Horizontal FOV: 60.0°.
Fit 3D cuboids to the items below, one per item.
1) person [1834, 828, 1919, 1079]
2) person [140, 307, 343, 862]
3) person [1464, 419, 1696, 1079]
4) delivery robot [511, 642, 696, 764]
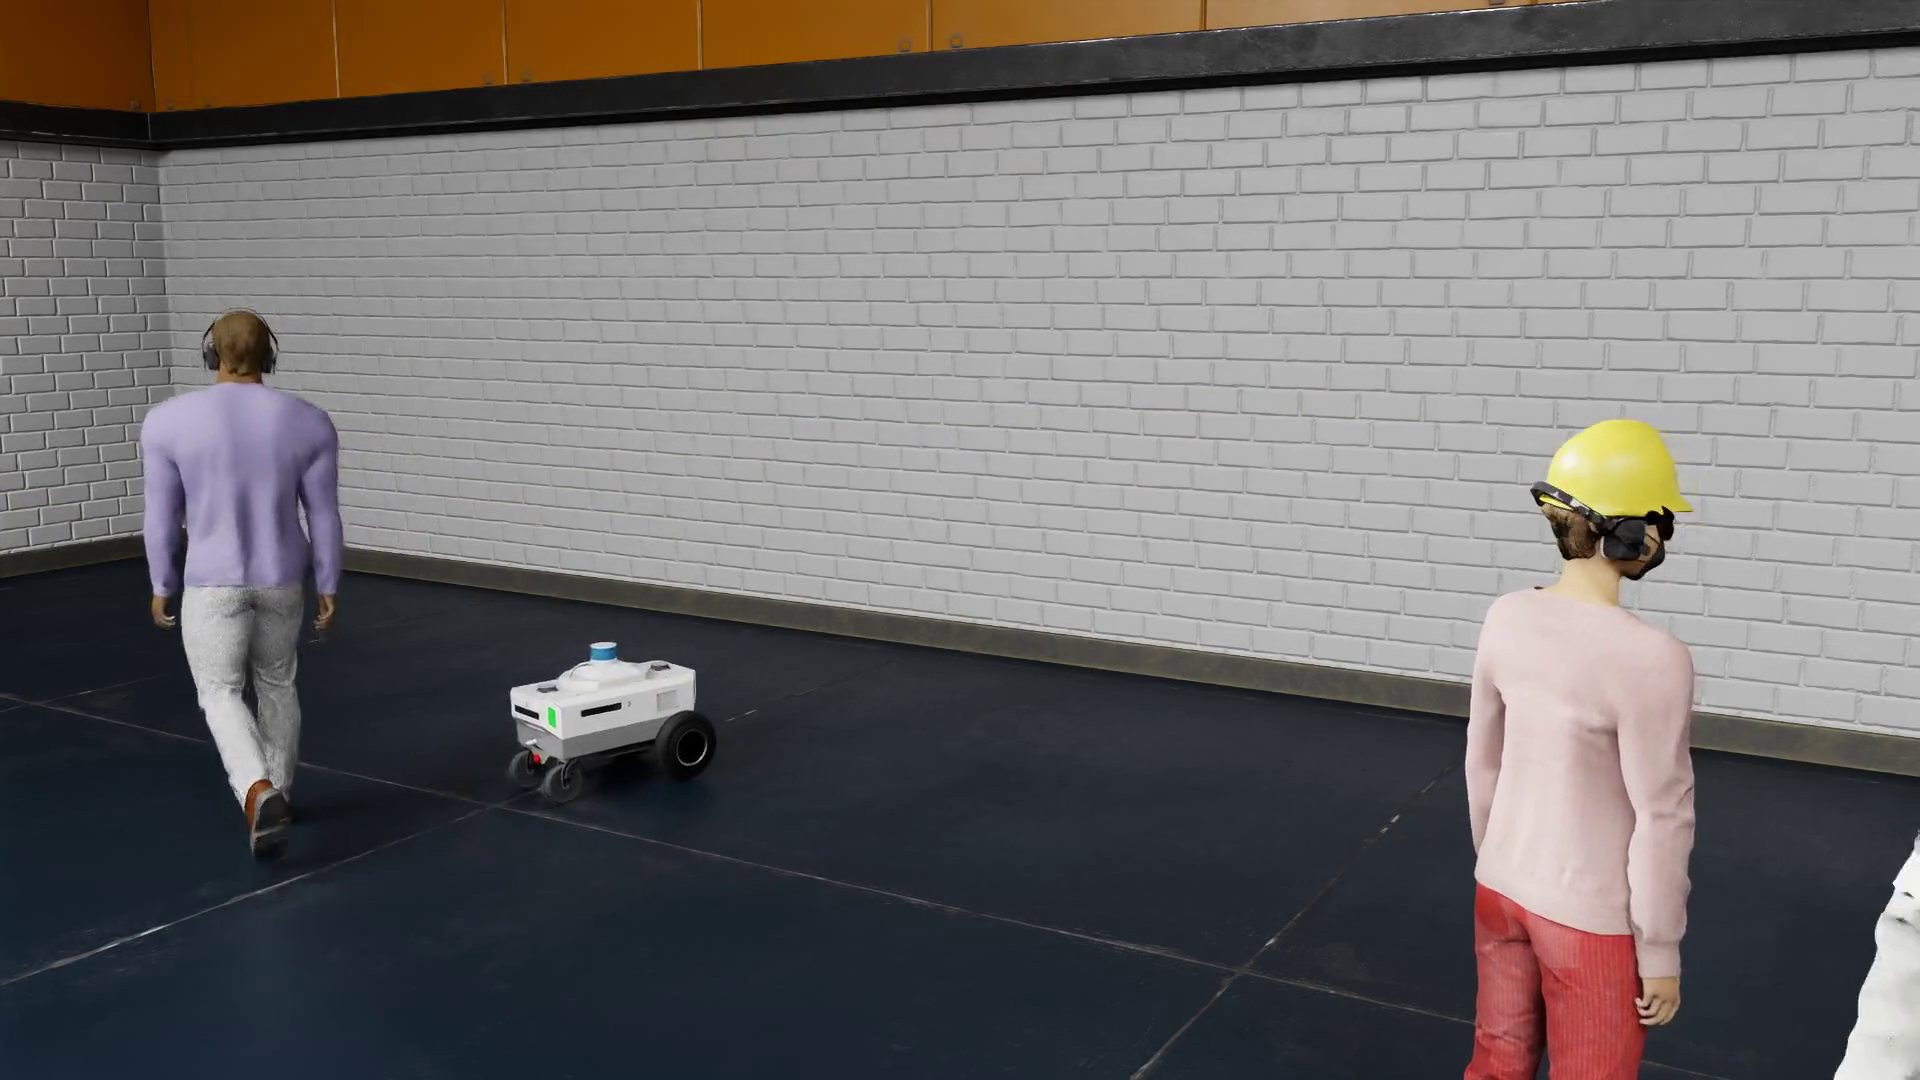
[{"bbox_3d":[1.257,0.750,1.812,1.057,1.988,0.616,-2,9,-10],"label":"person"},{"bbox_3d":[-2.466,0.151,5.797,0.633,1.914,0.821,-6,11,-34],"label":"person"},{"bbox_3d":[1.127,0.663,3.036,0.331,1.768,0.526,-3,10,-19],"label":"person"},{"bbox_3d":[-1.407,0.649,6.599,0.707,0.478,0.477,-9,13,-43],"label":"delivery robot"}]
